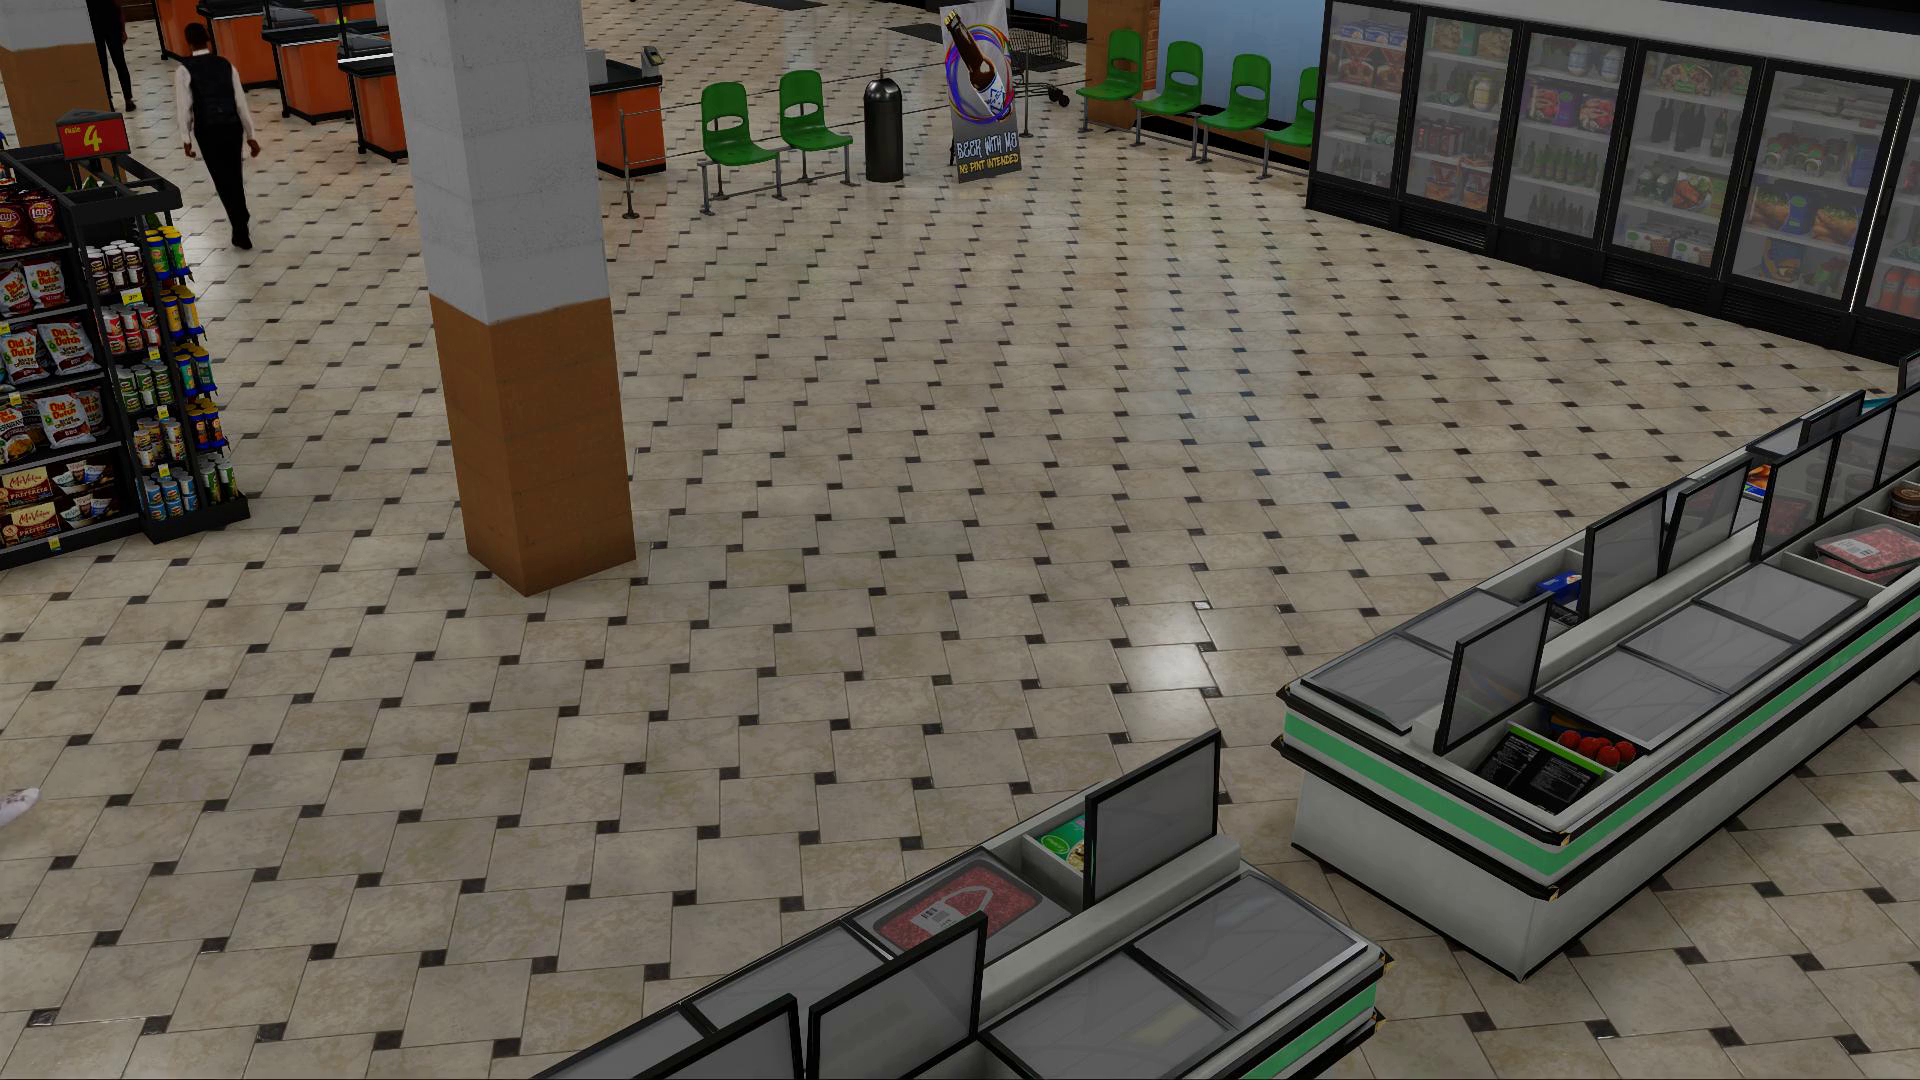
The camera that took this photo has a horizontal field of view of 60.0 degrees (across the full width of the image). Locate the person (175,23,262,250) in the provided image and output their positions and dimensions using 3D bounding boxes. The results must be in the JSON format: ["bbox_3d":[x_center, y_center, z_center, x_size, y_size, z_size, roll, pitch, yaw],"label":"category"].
[{"bbox_3d":[-6.370,-3.457,14.378,0.865,1.891,0.792,-22,34,-37],"label":"person"}]

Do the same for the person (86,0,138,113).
[{"bbox_3d":[-9.926,-5.895,19.268,0.544,1.817,0.758,-14,30,-26],"label":"person"}]
